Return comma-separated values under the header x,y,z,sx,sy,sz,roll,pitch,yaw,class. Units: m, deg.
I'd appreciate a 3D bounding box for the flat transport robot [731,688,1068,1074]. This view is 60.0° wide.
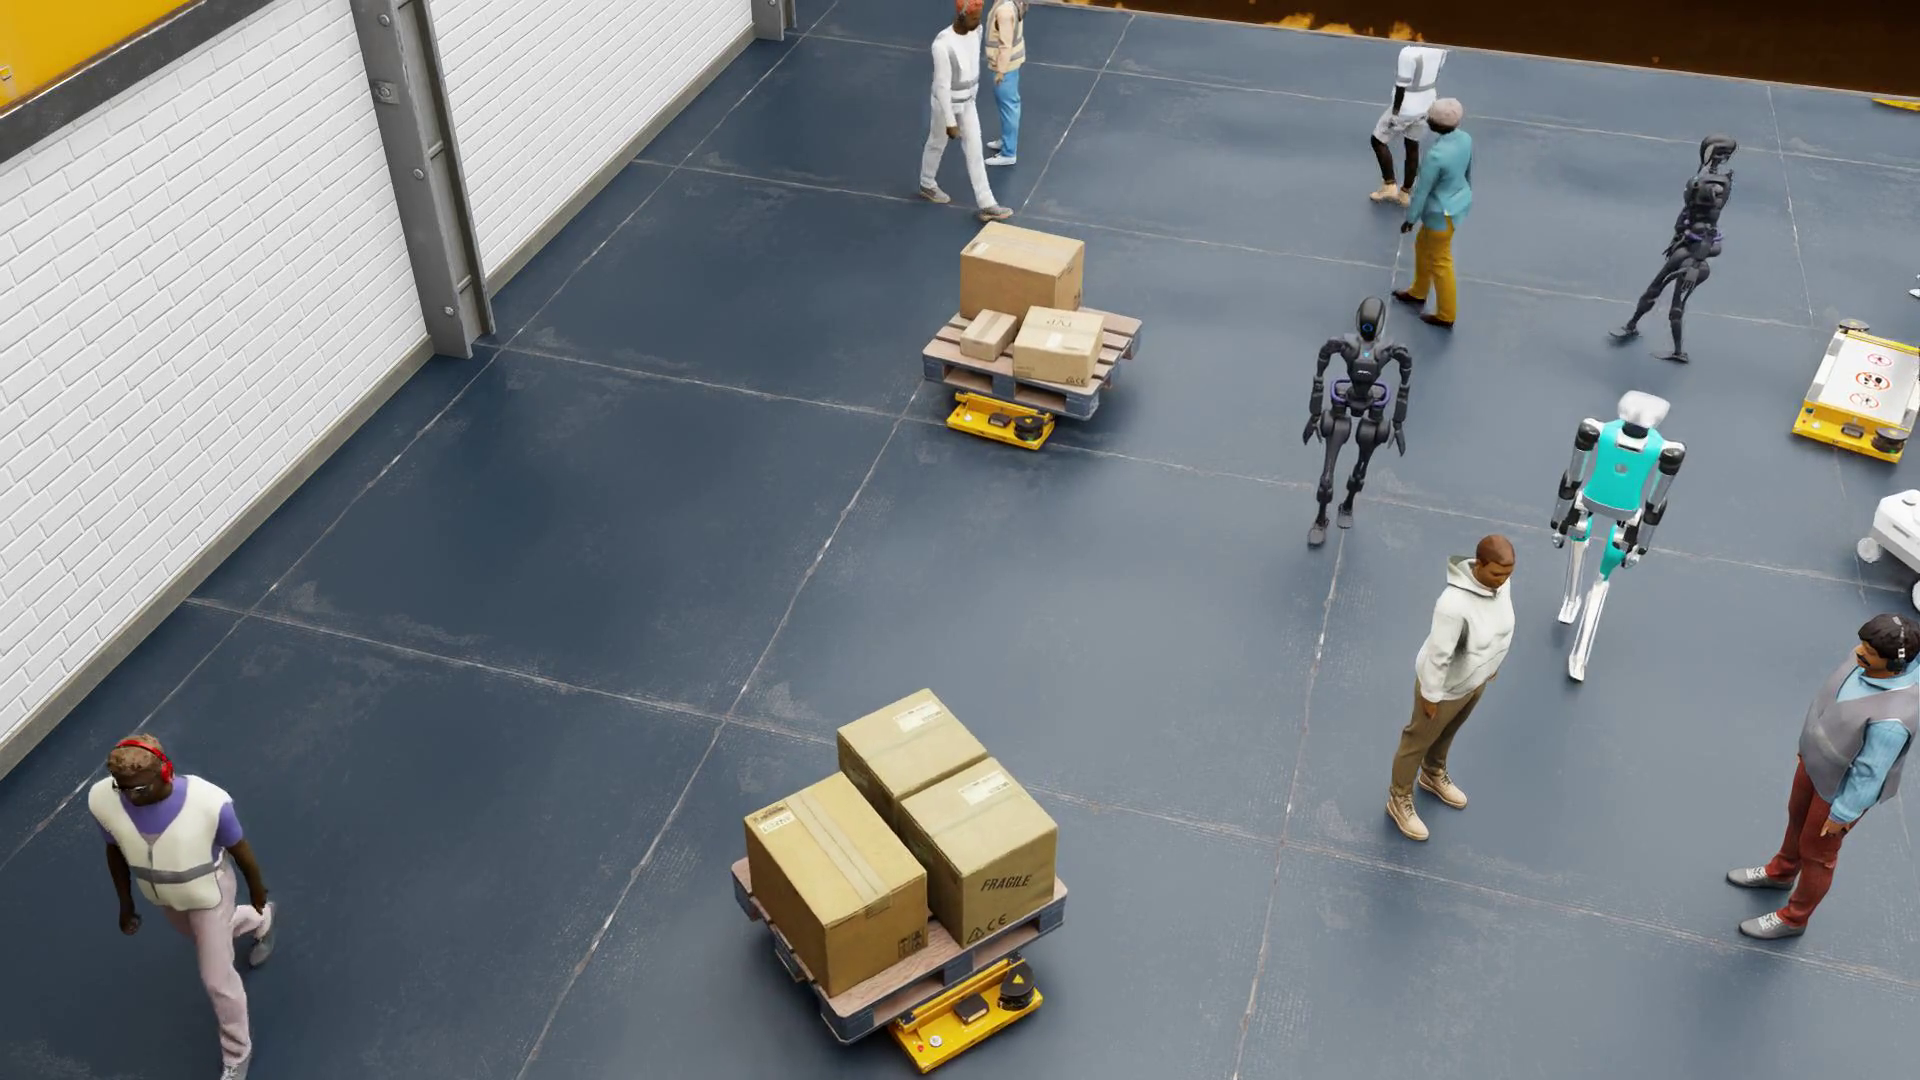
x,y,z,sx,sy,sz,roll,pitch,yaw,class
-0.293,1.786,7.783,0.659,0.231,1.431,-23,44,-26,flat transport robot

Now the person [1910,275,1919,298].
x,y,z,sx,sy,sz,roll,pitch,yaw,class
7.318,-2.481,12.001,0.334,1.631,0.514,28,47,30,person

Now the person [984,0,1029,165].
x,y,z,sx,sy,sz,roll,pitch,yaw,class
0.376,-3.950,13.752,0.367,1.729,0.487,5,39,6,person

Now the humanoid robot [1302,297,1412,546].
x,y,z,sx,sy,sz,roll,pitch,yaw,class
2.334,-0.702,9.759,0.605,1.643,0.541,8,39,9,humanoid robot

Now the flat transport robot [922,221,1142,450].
x,y,z,sx,sy,sz,roll,pitch,yaw,class
0.504,-1.126,11.405,0.659,0.231,1.431,16,42,19,flat transport robot

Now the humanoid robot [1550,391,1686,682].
x,y,z,sx,sy,sz,roll,pitch,yaw,class
3.494,-0.122,8.990,0.542,1.767,0.904,18,42,21,humanoid robot

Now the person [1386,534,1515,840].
x,y,z,sx,sy,sz,roll,pitch,yaw,class
2.358,0.666,7.982,0.519,1.766,0.372,-27,46,-29,person

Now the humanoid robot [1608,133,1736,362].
x,y,z,sx,sy,sz,roll,pitch,yaw,class
4.907,-1.966,11.344,0.567,1.645,0.621,4,39,5,humanoid robot

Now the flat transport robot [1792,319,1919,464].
x,y,z,sx,sy,sz,roll,pitch,yaw,class
6.162,-1.029,11.284,0.659,0.231,1.431,22,44,25,flat transport robot

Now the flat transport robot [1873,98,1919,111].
x,y,z,sx,sy,sz,roll,pitch,yaw,class
8.926,-4.287,15.337,0.659,0.231,1.431,23,44,25,flat transport robot

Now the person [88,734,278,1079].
x,y,z,sx,sy,sz,roll,pitch,yaw,class
-3.205,1.432,6.995,0.569,1.809,0.888,5,39,6,person

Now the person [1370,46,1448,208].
x,y,z,sx,sy,sz,roll,pitch,yaw,class
3.533,-3.435,13.142,0.560,1.680,0.411,-27,46,-29,person

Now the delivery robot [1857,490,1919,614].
x,y,z,sx,sy,sz,roll,pitch,yaw,class
5.701,0.063,9.699,0.499,0.597,0.779,-14,41,-17,delivery robot

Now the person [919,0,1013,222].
x,y,z,sx,sy,sz,roll,pitch,yaw,class
0.013,-3.391,12.976,0.977,1.824,0.584,29,47,31,person

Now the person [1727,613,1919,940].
x,y,z,sx,sy,sz,roll,pitch,yaw,class
3.919,1.055,7.415,0.415,1.873,0.534,5,39,6,person

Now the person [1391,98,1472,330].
x,y,z,sx,sy,sz,roll,pitch,yaw,class
3.343,-2.310,11.712,0.657,1.720,0.545,26,46,29,person
